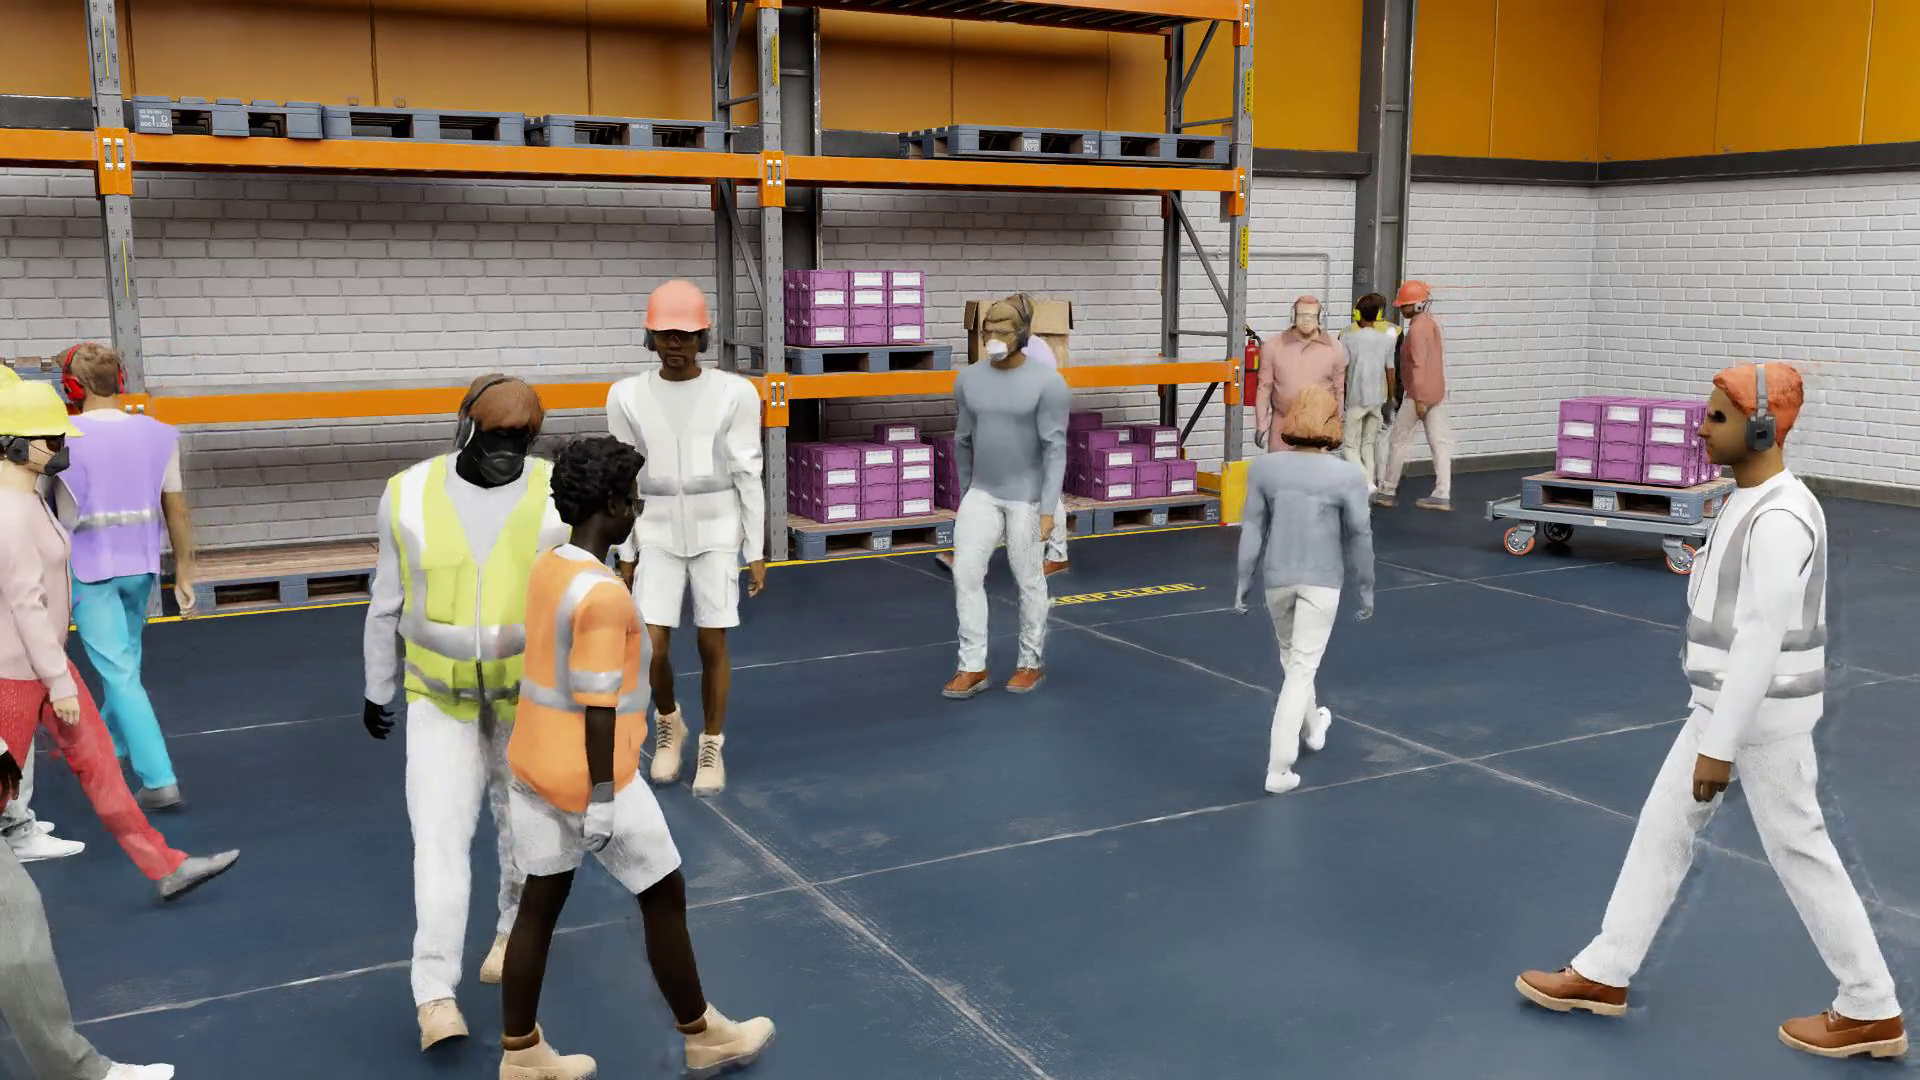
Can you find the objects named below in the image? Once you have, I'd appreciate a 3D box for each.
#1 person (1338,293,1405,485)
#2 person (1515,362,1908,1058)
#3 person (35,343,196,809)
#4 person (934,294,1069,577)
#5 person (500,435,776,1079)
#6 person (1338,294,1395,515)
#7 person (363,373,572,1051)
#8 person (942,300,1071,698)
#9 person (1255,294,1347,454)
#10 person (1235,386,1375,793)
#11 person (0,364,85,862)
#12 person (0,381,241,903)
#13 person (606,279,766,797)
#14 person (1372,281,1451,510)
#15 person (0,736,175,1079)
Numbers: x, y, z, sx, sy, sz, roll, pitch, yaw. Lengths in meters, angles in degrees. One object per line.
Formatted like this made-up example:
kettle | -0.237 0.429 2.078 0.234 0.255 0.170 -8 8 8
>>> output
person | 3.747 -1.323 15.151 0.626 1.844 0.429 4 10 24
person | 2.064 0.452 4.369 0.979 1.835 0.595 3 10 15
person | -3.336 0.128 6.500 1.005 1.785 0.562 6 11 33
person | 0.330 -0.652 10.894 1.022 1.887 0.656 -6 11 -33
person | -0.834 0.566 4.190 0.783 1.660 0.532 -6 11 -34
person | 3.360 -1.103 13.792 0.564 1.845 0.539 -2 9 -11
person | -1.316 0.444 4.561 0.697 1.781 0.882 -1 9 -8
person | 0.189 -0.172 7.934 0.643 1.911 0.759 5 11 28
person | 2.489 -0.856 12.163 0.640 1.884 0.746 2 10 14
person | 1.425 0.176 6.742 0.524 1.585 0.859 6 11 34
person | -3.339 0.254 5.834 0.305 1.743 0.494 -9 13 -44
person | -2.747 0.378 5.112 0.891 1.717 0.553 -3 10 -19
person | -1.057 0.011 6.473 0.619 2.027 0.439 0 9 -2
person | 3.860 -1.242 14.314 0.892 1.946 0.653 7 12 38
person | -2.509 0.513 3.886 0.998 1.878 0.579 -5 10 -27
